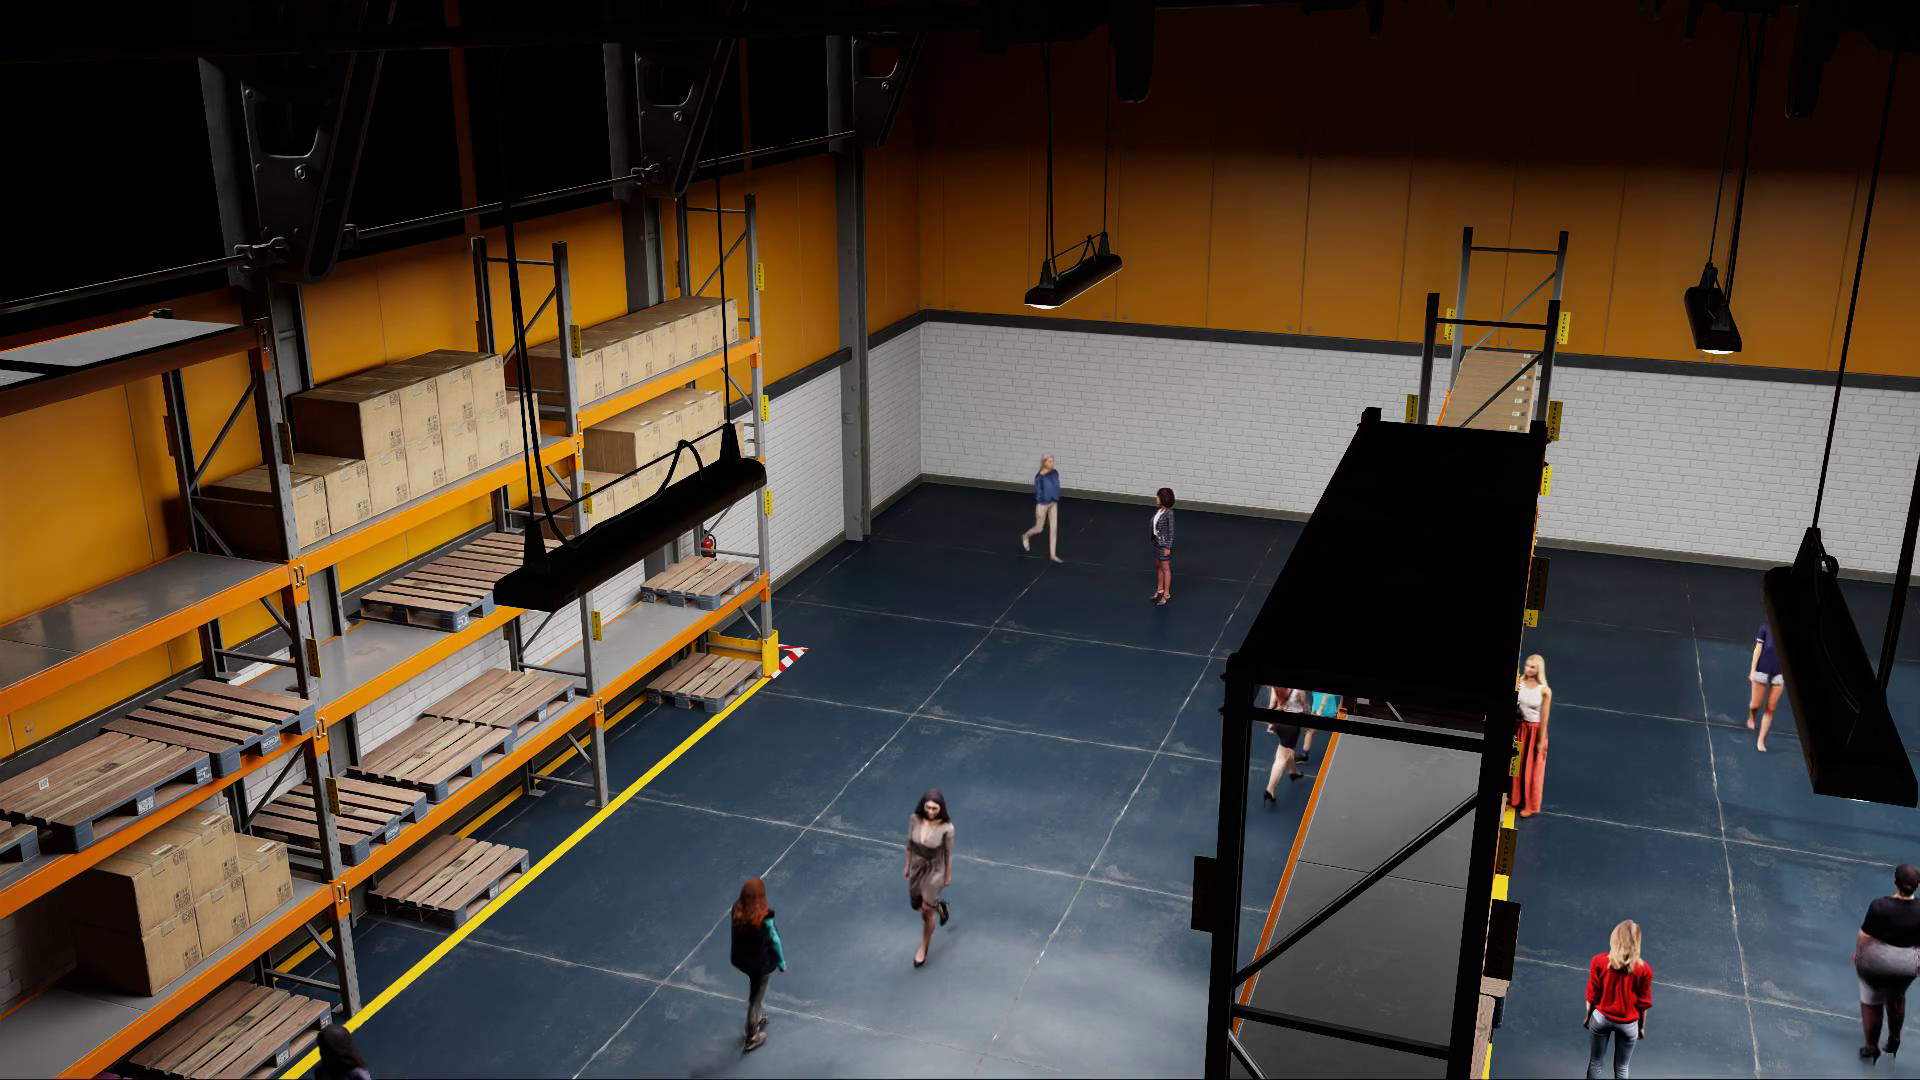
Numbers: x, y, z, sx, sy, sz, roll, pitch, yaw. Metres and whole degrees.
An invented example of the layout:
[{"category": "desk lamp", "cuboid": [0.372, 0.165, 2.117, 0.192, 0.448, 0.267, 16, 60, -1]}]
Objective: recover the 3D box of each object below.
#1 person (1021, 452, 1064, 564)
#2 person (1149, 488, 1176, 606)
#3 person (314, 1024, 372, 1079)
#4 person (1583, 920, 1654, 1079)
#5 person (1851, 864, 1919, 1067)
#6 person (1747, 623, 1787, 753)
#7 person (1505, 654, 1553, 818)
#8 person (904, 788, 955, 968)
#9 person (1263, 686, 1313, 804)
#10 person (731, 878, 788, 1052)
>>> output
[{"category": "person", "cuboid": [1.246, -0.509, 25.100, 1.089, 1.672, 1.011, -15, 24, -38]}, {"category": "person", "cuboid": [2.852, 0.075, 23.320, 0.766, 1.702, 0.671, -5, 19, -15]}, {"category": "person", "cuboid": [-4.165, 4.056, 11.510, 0.599, 1.694, 0.605, 7, 20, 19]}, {"category": "person", "cuboid": [4.982, 3.664, 12.661, 0.623, 1.704, 0.494, 7, 20, 21]}, {"category": "person", "cuboid": [7.459, 3.435, 13.270, 0.732, 1.748, 0.721, 1, 19, 2]}, {"category": "person", "cuboid": [9.237, 1.512, 18.976, 0.612, 1.752, 0.834, 5, 19, 15]}, {"category": "person", "cuboid": [5.957, 2.024, 17.377, 0.749, 1.800, 0.720, -16, 24, -38]}, {"category": "person", "cuboid": [-0.248, 2.940, 14.789, 0.675, 1.717, 0.917, 10, 21, 27]}, {"category": "person", "cuboid": [3.435, 2.038, 17.650, 0.837, 1.601, 1.168, 15, 24, 38]}, {"category": "person", "cuboid": [-1.718, 3.479, 13.556, 0.683, 1.483, 0.746, 15, 24, 37]}]
